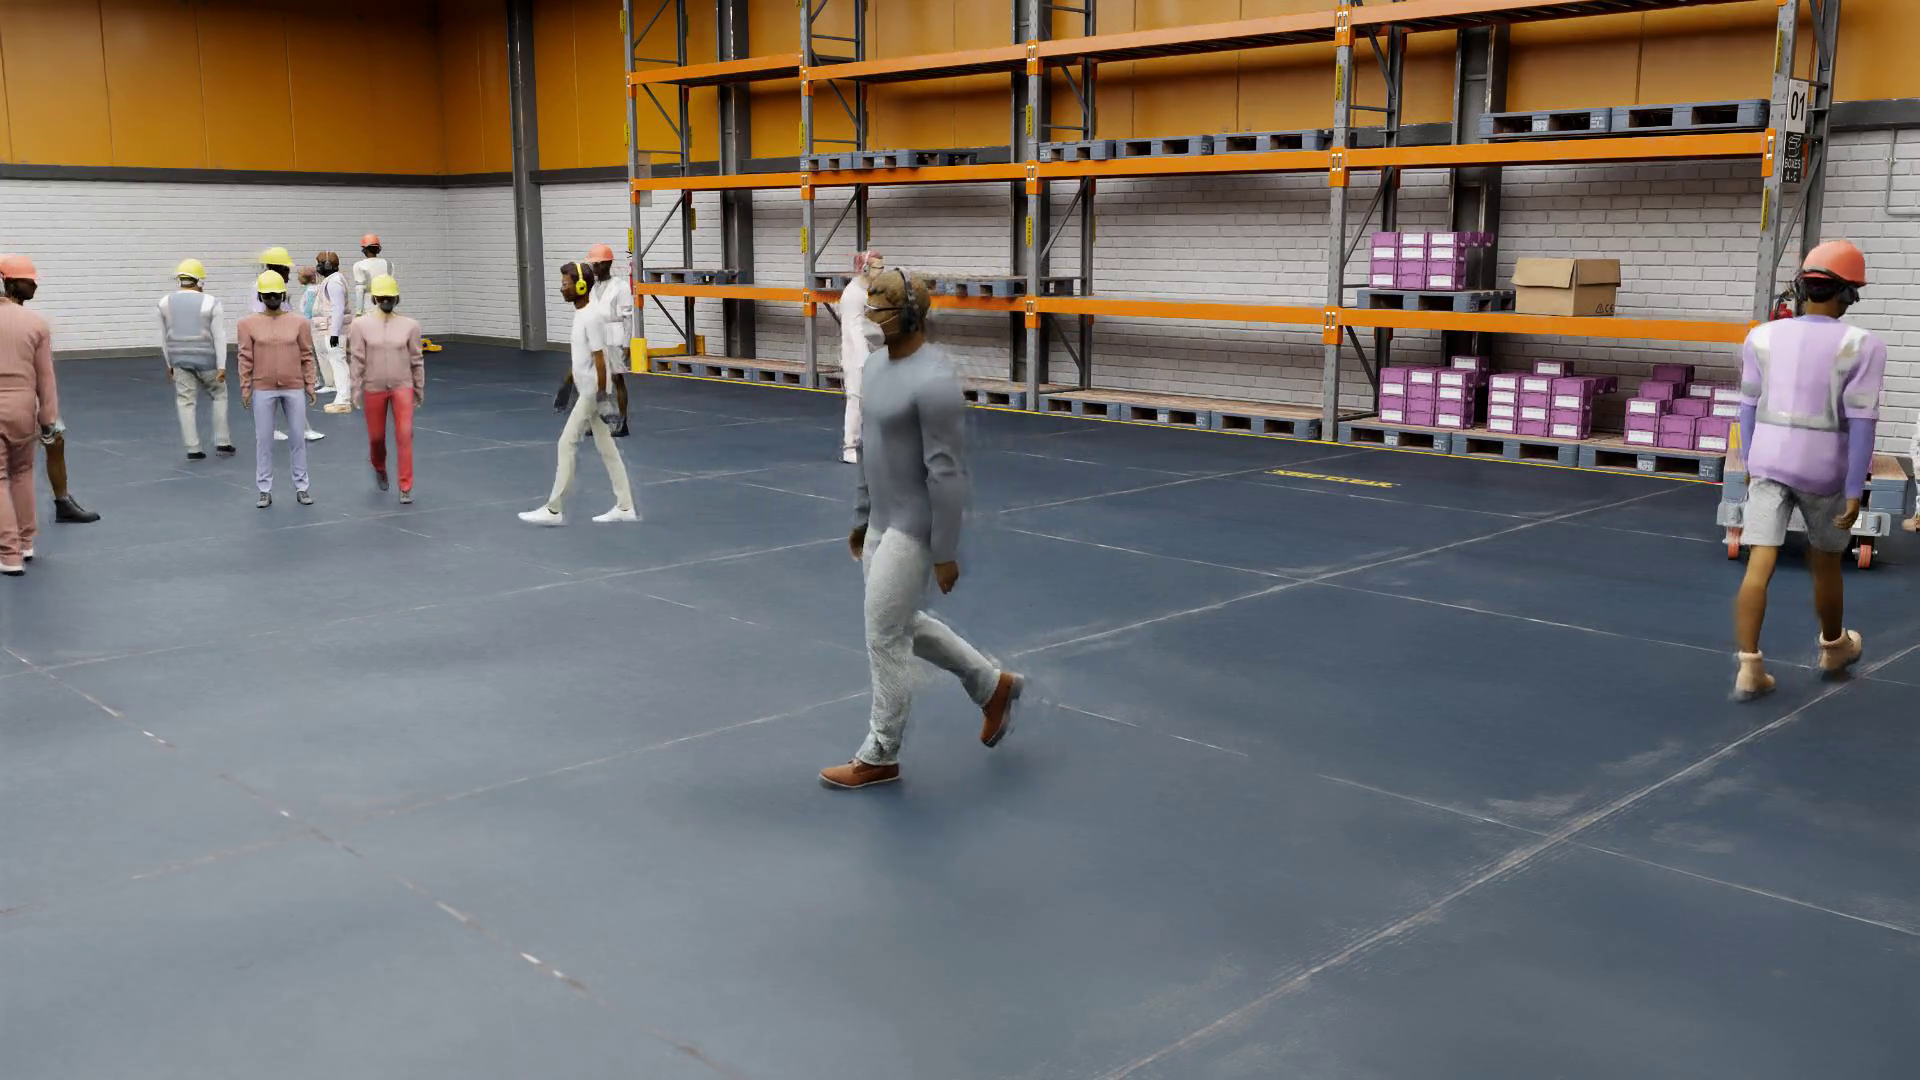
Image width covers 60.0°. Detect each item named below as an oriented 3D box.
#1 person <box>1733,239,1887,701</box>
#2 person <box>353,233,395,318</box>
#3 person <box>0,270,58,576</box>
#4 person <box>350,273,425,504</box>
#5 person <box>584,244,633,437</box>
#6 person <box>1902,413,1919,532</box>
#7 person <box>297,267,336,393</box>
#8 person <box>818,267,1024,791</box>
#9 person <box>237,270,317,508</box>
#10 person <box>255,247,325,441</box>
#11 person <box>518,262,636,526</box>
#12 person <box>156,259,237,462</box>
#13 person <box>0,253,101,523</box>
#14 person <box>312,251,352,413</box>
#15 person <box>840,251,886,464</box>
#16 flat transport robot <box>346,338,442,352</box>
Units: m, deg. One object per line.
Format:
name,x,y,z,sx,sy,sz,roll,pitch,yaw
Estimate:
person,3.765,-0.317,7.381,1.022,1.988,0.635,-10,14,-42
person,-8.144,-3.230,23.150,0.388,2.045,0.605,9,14,41
person,-5.865,-0.746,10.036,0.795,1.878,0.663,10,14,42
person,-4.381,-1.173,12.745,0.546,1.740,0.705,-4,11,-19
person,-3.564,-1.996,16.710,0.552,1.935,0.368,4,11,19
person,6.695,-0.925,11.205,0.651,1.817,0.600,-2,11,-11
person,-8.304,-2.677,21.279,0.542,1.617,0.530,-5,12,-27
person,-0.127,-0.042,6.127,0.791,1.920,0.642,-4,11,-22
person,-5.087,-1.122,12.420,0.534,1.765,0.324,-5,12,-26
person,-6.576,-1.912,16.343,0.796,1.898,0.609,-1,10,-7
person,-2.709,-1.001,11.607,0.907,1.822,0.528,-2,11,-11
person,-6.869,-1.619,15.014,0.597,1.810,0.678,-1,10,-6
person,-6.594,-1.032,11.558,0.901,1.907,0.546,0,10,-2
person,-7.180,-2.376,19.046,0.429,1.842,0.636,-4,11,-20
person,-0.793,-1.593,14.661,0.566,1.884,0.676,3,11,18
flat transport robot,-9.750,-3.348,28.632,1.431,0.197,0.652,-9,14,-40
